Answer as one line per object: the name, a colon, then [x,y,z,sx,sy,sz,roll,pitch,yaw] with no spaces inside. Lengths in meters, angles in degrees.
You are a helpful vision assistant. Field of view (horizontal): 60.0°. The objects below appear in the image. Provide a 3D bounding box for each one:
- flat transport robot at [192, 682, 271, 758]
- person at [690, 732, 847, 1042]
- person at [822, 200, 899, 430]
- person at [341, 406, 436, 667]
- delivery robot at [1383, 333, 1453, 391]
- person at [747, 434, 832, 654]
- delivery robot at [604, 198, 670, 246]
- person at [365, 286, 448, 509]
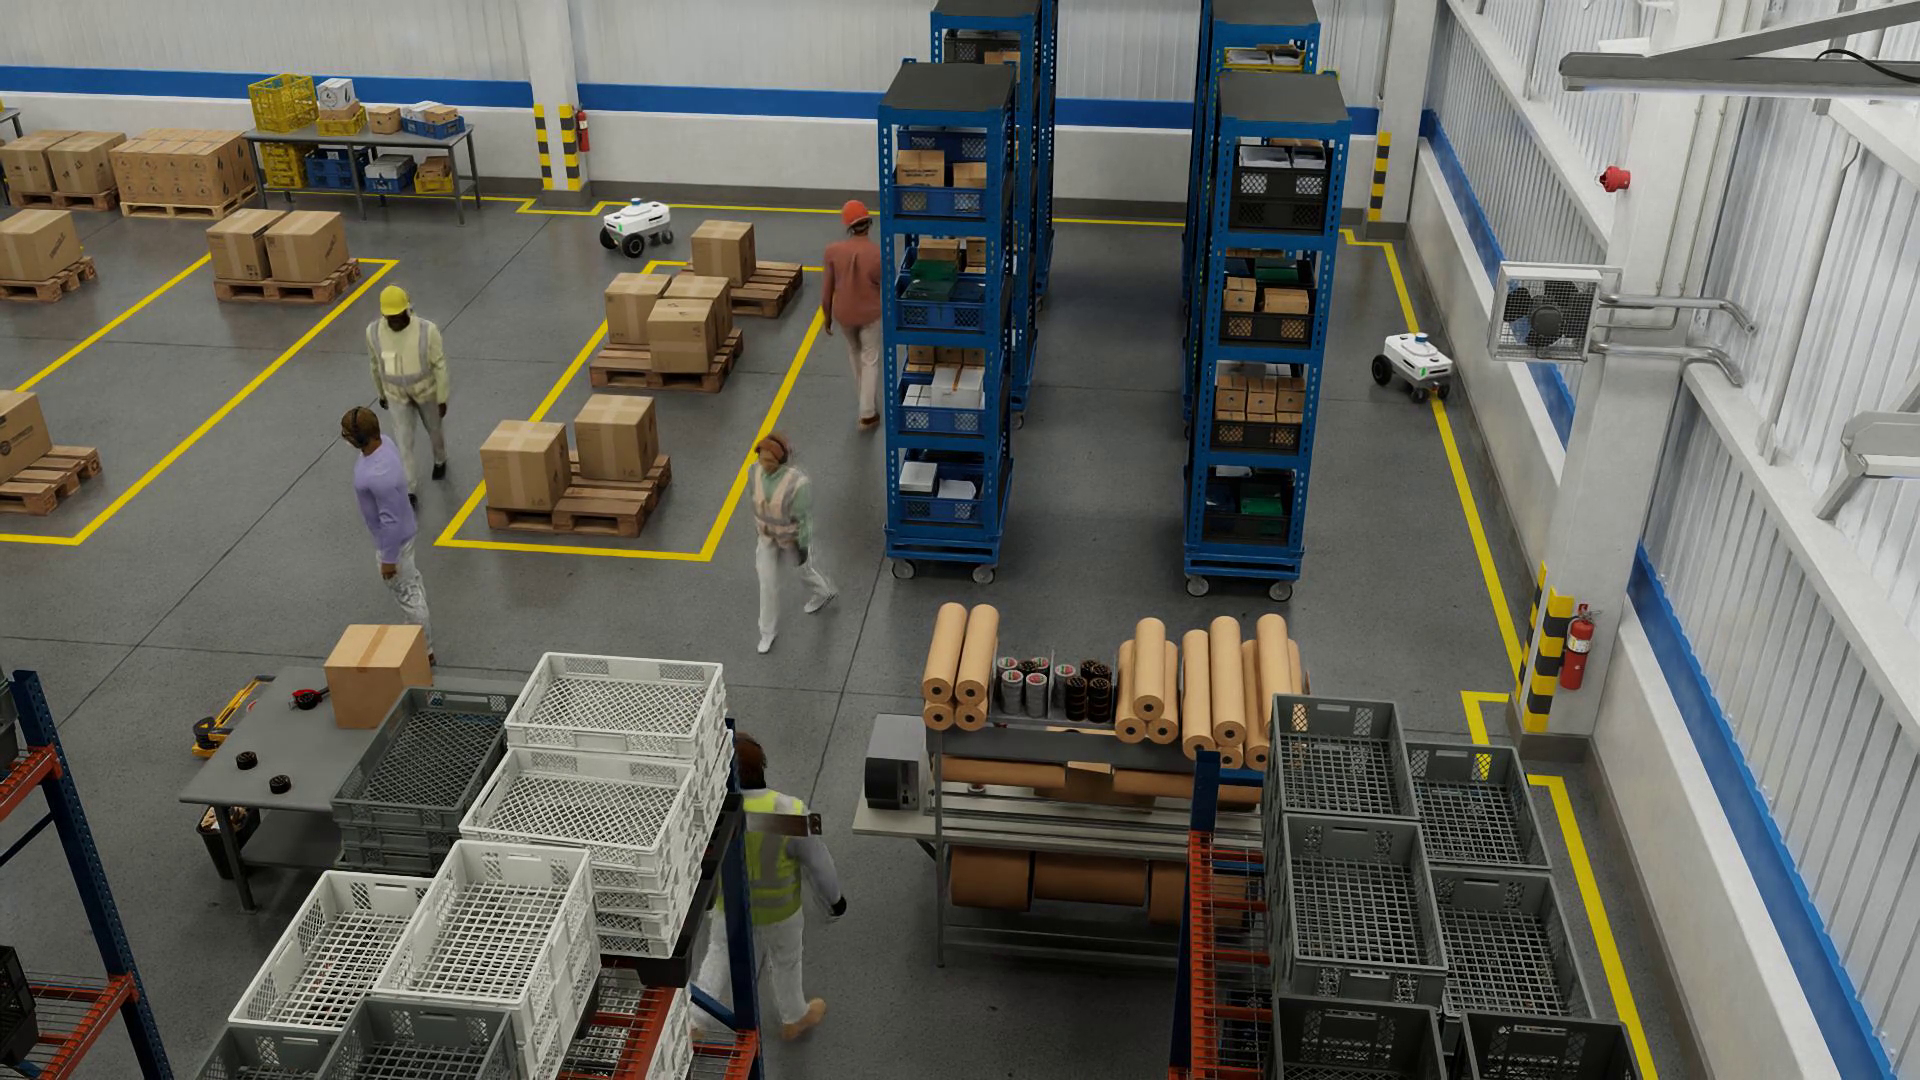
flat transport robot: [-4.089,1.163,10.648,1.431,0.197,0.652,3,30,6]
person: [-0.989,1.772,8.070,0.758,1.840,0.628,13,33,22]
person: [-0.826,-1.958,14.331,0.675,1.957,0.796,6,31,11]
person: [-3.777,-0.009,11.022,0.370,1.934,0.627,-9,31,-16]
delivery robot: [4.155,-1.638,15.090,0.477,0.478,0.707,-9,32,-15]
person: [-1.189,-0.065,11.439,0.516,1.602,0.757,13,33,22]
delivery robot: [-3.551,-3.523,18.318,0.477,0.478,0.707,26,38,37]
person: [-4.341,-1.161,13.151,0.601,1.780,0.948,-4,30,-7]
